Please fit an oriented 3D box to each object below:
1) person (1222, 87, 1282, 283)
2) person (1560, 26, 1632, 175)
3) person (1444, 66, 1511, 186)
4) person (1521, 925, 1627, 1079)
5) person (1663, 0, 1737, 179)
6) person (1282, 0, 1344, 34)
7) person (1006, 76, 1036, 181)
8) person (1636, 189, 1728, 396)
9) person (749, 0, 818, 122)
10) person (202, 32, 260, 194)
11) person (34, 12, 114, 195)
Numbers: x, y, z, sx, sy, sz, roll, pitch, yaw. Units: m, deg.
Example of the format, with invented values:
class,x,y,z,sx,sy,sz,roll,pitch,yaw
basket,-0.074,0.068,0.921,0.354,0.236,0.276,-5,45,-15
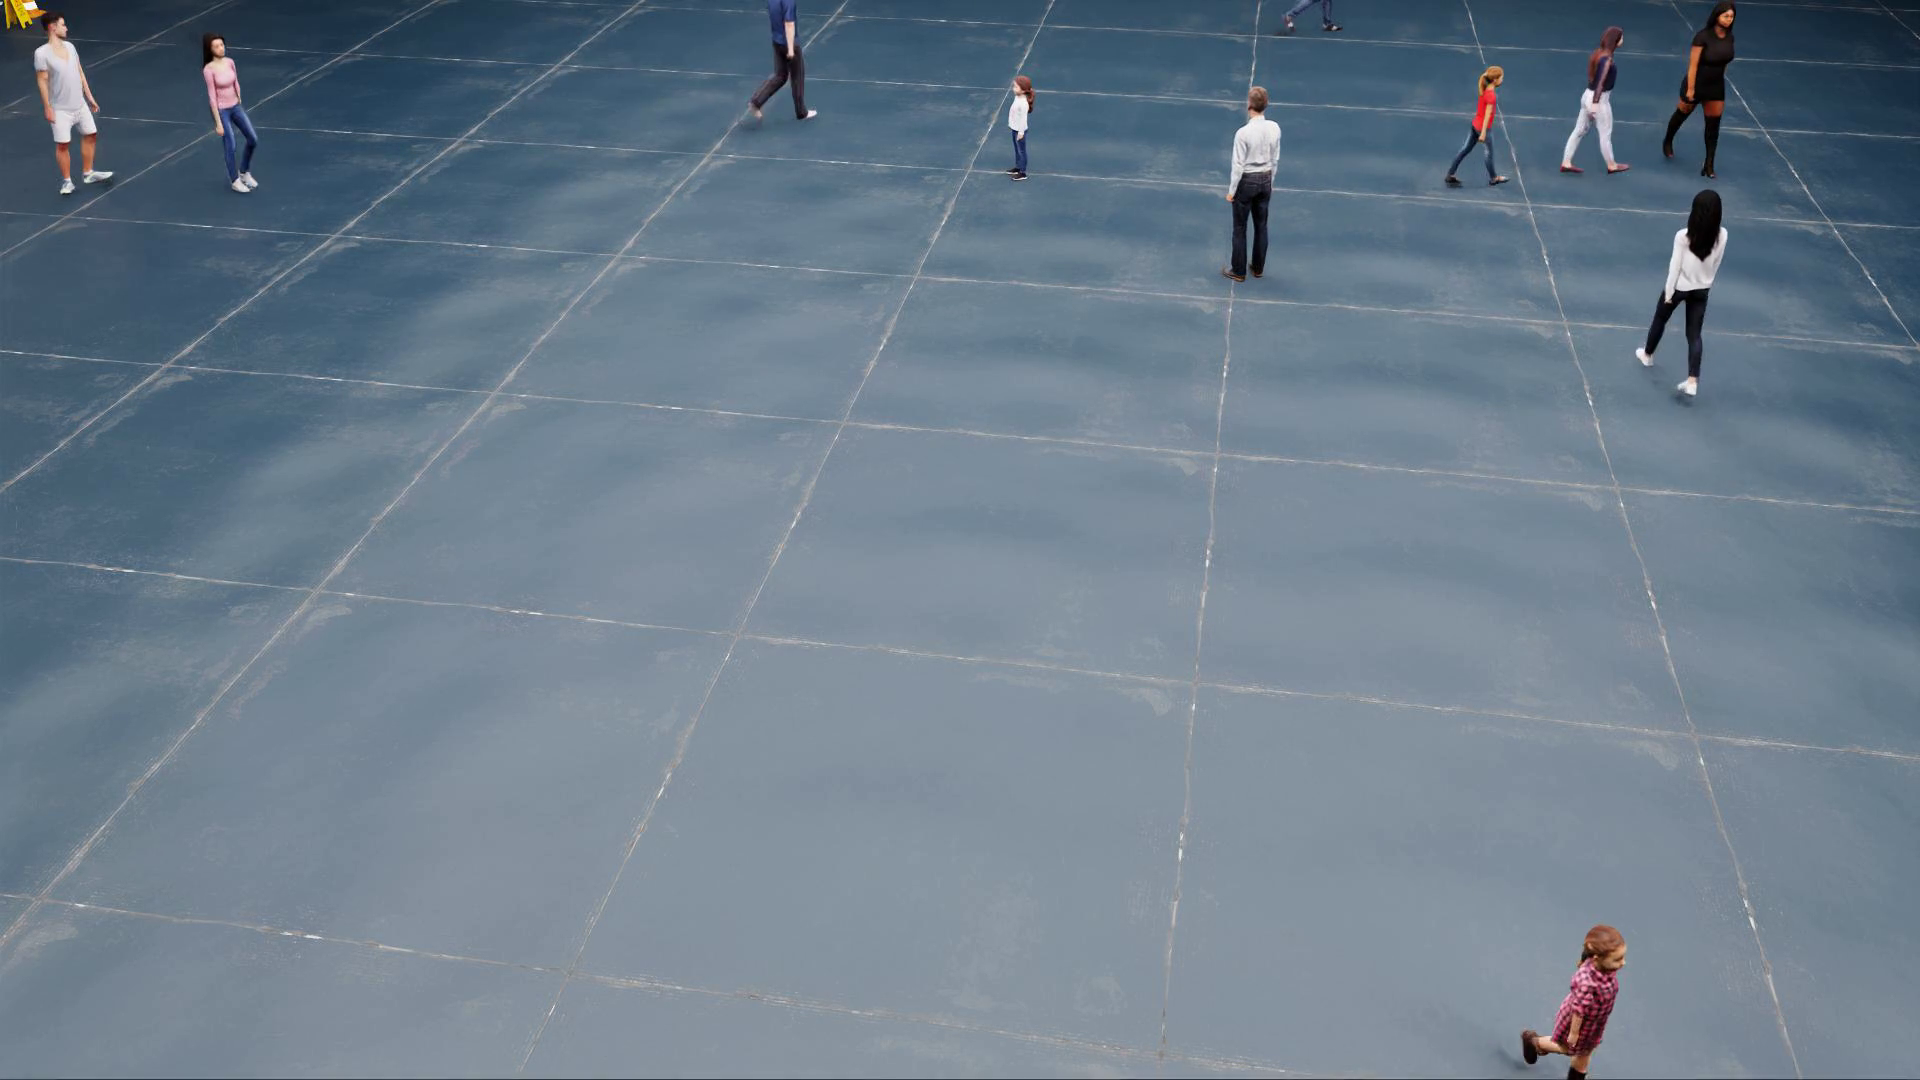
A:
class,x,y,z,sx,sy,sz,roll,pitch,yaw
person,2.723,-3.310,15.487,0.697,1.815,0.799,-14,35,-20
person,6.776,-4.703,17.921,0.983,1.573,0.700,2,32,4
person,5.471,-4.368,17.667,0.957,1.277,0.656,-3,32,-5
person,2.818,2.136,7.602,0.713,1.015,0.616,27,41,36
person,7.983,-4.897,18.019,1.207,1.798,0.953,-4,32,-6
person,4.856,-7.786,22.559,1.163,1.838,0.763,-1,32,-1
person,0.648,-4.472,17.988,0.573,1.112,0.524,-9,33,-14
person,5.969,-1.982,13.529,1.125,1.658,0.850,-2,32,-2
person,-2.104,-5.740,19.310,1.147,1.845,1.107,-21,38,-30
person,-7.733,-4.492,17.451,0.748,1.719,0.696,16,36,23
person,-9.445,-4.597,17.522,0.636,1.821,0.860,18,36,26
